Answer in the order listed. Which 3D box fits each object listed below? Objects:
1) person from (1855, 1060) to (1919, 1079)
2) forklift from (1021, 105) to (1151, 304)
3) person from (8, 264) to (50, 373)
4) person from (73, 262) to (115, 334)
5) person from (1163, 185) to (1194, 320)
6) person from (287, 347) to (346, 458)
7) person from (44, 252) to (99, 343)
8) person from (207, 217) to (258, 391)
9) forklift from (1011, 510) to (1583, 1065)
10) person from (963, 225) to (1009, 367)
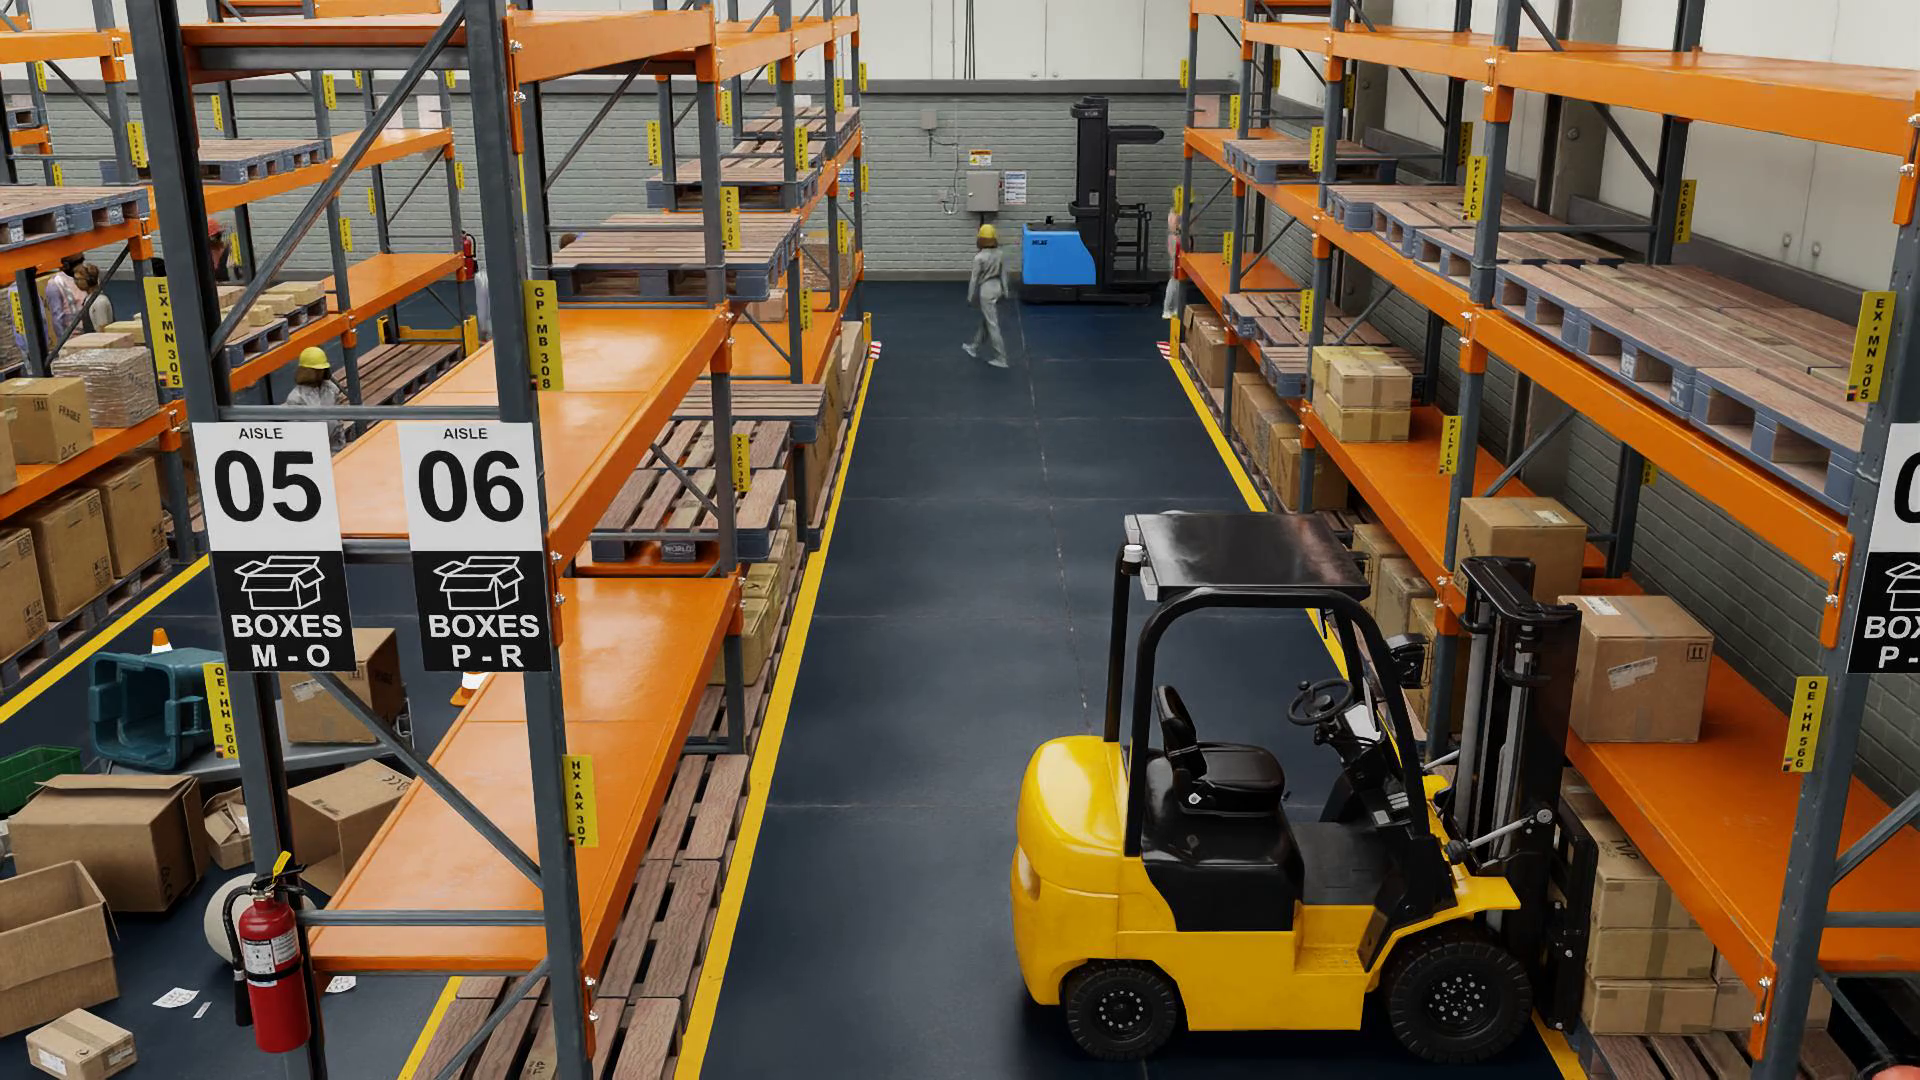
[{"bbox_3d":[2.330,2.141,4.438,0.399,1.996,0.784,8,20,24],"label":"person"},{"bbox_3d":[1.857,-4.944,24.441,1.873,2.768,1.129,0,18,0],"label":"forklift"},{"bbox_3d":[-9.519,-2.040,17.137,0.355,1.937,0.552,-6,19,-17],"label":"person"},{"bbox_3d":[-8.703,-1.896,16.854,0.355,1.843,0.505,-12,22,-32],"label":"person"},{"bbox_3d":[3.101,-4.034,23.283,0.375,1.874,0.697,10,21,29],"label":"person"},{"bbox_3d":[-5.145,-0.707,13.430,0.333,1.735,0.485,10,21,27],"label":"person"},{"bbox_3d":[-9.379,-2.198,17.782,0.430,1.835,0.634,8,20,22],"label":"person"},{"bbox_3d":[-8.370,-2.708,19.062,0.639,1.998,0.613,6,19,19],"label":"person"},{"bbox_3d":[1.387,1.055,7.378,2.313,2.155,1.214,0,18,0],"label":"forklift"},{"bbox_3d":[0.287,-3.012,20.434,0.877,1.694,0.511,17,25,42],"label":"person"}]
